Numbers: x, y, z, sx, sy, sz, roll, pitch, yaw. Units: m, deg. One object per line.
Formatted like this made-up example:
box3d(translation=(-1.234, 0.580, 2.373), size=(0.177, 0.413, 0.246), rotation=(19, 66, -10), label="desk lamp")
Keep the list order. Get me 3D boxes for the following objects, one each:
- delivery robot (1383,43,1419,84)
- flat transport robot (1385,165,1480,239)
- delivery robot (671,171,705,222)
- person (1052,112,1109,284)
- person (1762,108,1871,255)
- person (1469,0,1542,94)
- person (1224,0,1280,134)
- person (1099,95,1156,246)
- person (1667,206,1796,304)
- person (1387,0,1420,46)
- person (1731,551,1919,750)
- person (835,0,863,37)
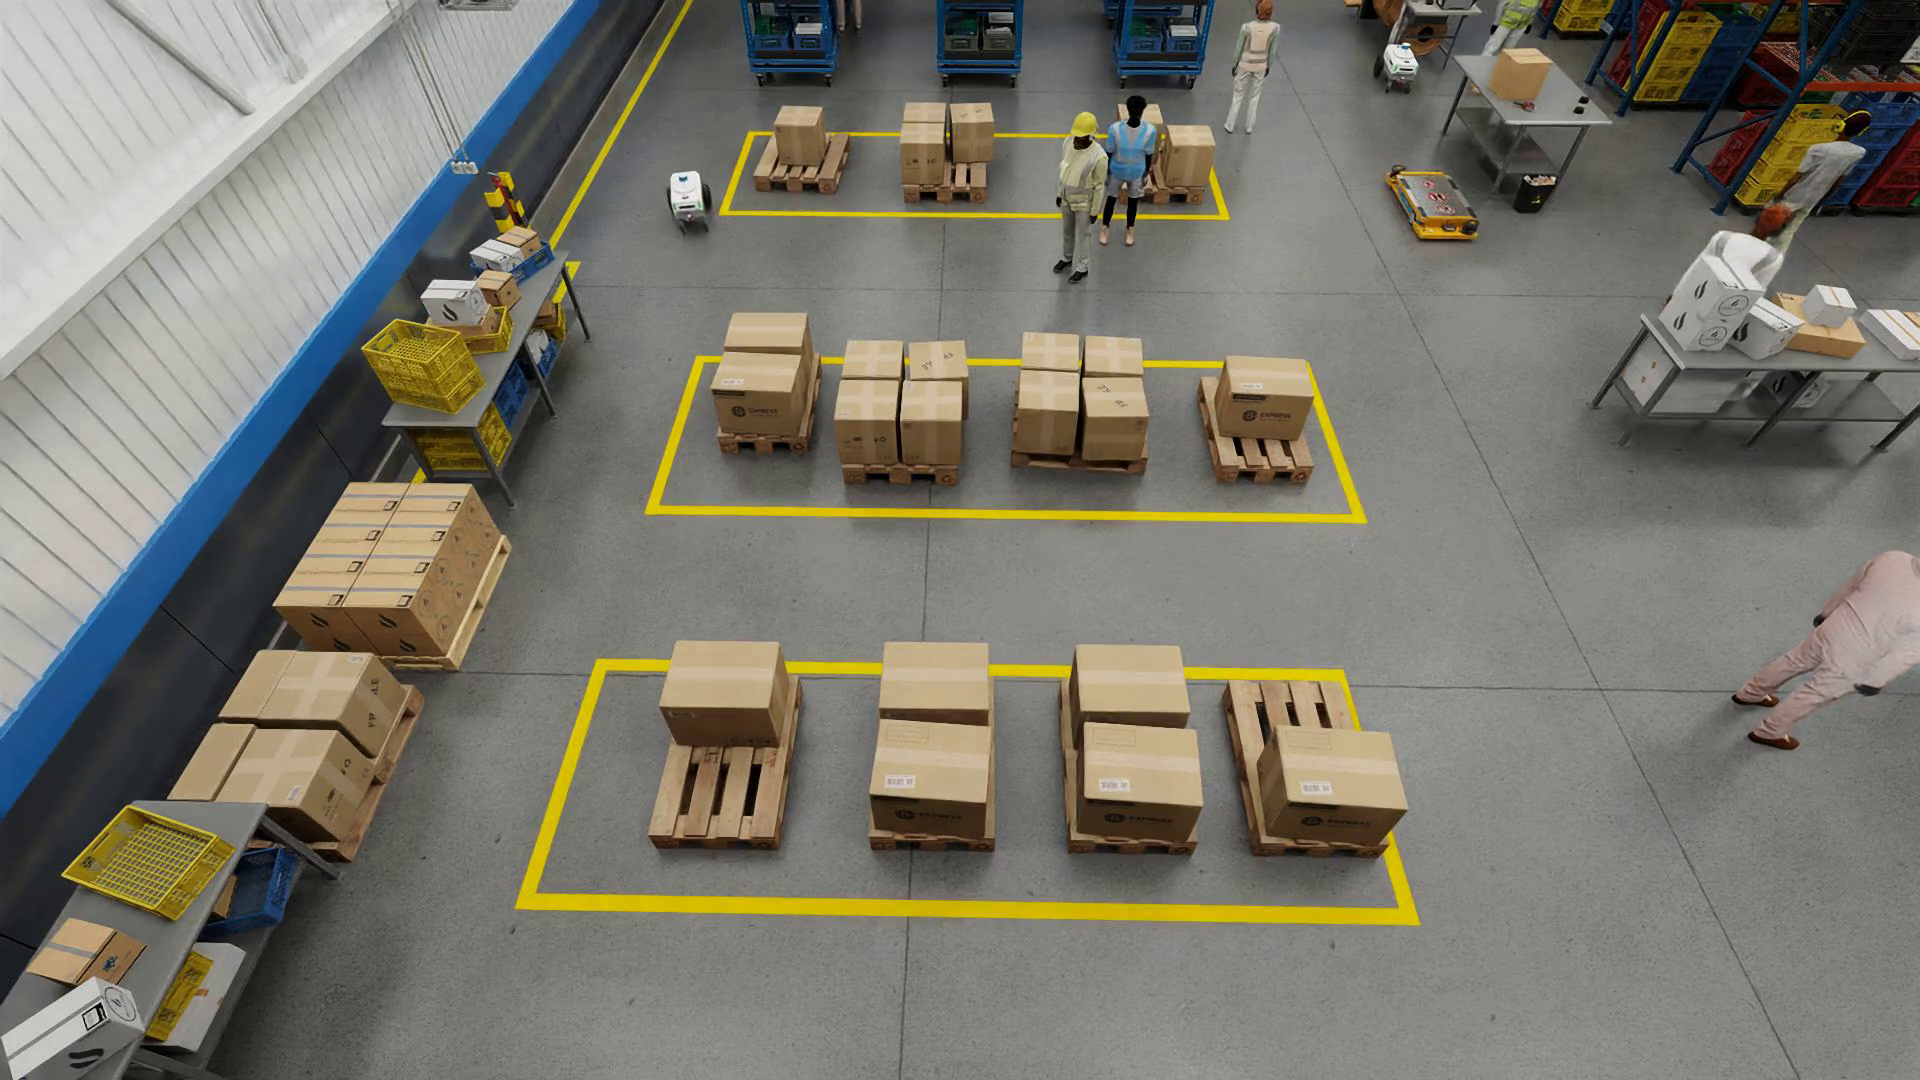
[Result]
box3d(translation=(6.373, -6.919, 13.258), size=(0.477, 0.478, 0.707), rotation=(4, 49, 4), label="delivery robot")
box3d(translation=(5.692, -4.094, 11.059), size=(0.652, 0.197, 1.431), rotation=(1, 49, 1), label="flat transport robot")
box3d(translation=(-3.216, -4.070, 10.792), size=(0.477, 0.478, 0.707), rotation=(-9, 50, -8), label="delivery robot")
box3d(translation=(1.227, -3.566, 9.586), size=(0.403, 1.827, 0.591), rotation=(-31, 56, -24), label="person")
box3d(translation=(8.699, -3.520, 9.512), size=(0.508, 1.872, 0.329), rotation=(7, 50, 6), label="person")
box3d(translation=(7.667, -7.176, 12.697), size=(0.622, 1.843, 0.429), rotation=(-7, 49, -6), label="person")
box3d(translation=(3.801, -6.160, 11.957), size=(0.515, 1.632, 0.315), rotation=(5, 49, 4), label="person")
box3d(translation=(1.828, -4.042, 10.084), size=(0.535, 1.688, 0.322), rotation=(5, 49, 4), label="person")
box3d(translation=(6.819, -2.158, 8.332), size=(0.371, 1.871, 0.604), rotation=(-31, 56, -24), label="person")
box3d(translation=(6.610, -7.920, 13.285), size=(0.370, 1.930, 0.628), rotation=(19, 52, 15), label="person")
box3d(translation=(5.756, 0.668, 5.873), size=(0.401, 1.900, 0.647), rotation=(7, 50, 6), label="person")
box3d(translation=(-1.757, -8.837, 14.043), size=(0.629, 1.979, 0.410), rotation=(-16, 51, -14), label="person")
